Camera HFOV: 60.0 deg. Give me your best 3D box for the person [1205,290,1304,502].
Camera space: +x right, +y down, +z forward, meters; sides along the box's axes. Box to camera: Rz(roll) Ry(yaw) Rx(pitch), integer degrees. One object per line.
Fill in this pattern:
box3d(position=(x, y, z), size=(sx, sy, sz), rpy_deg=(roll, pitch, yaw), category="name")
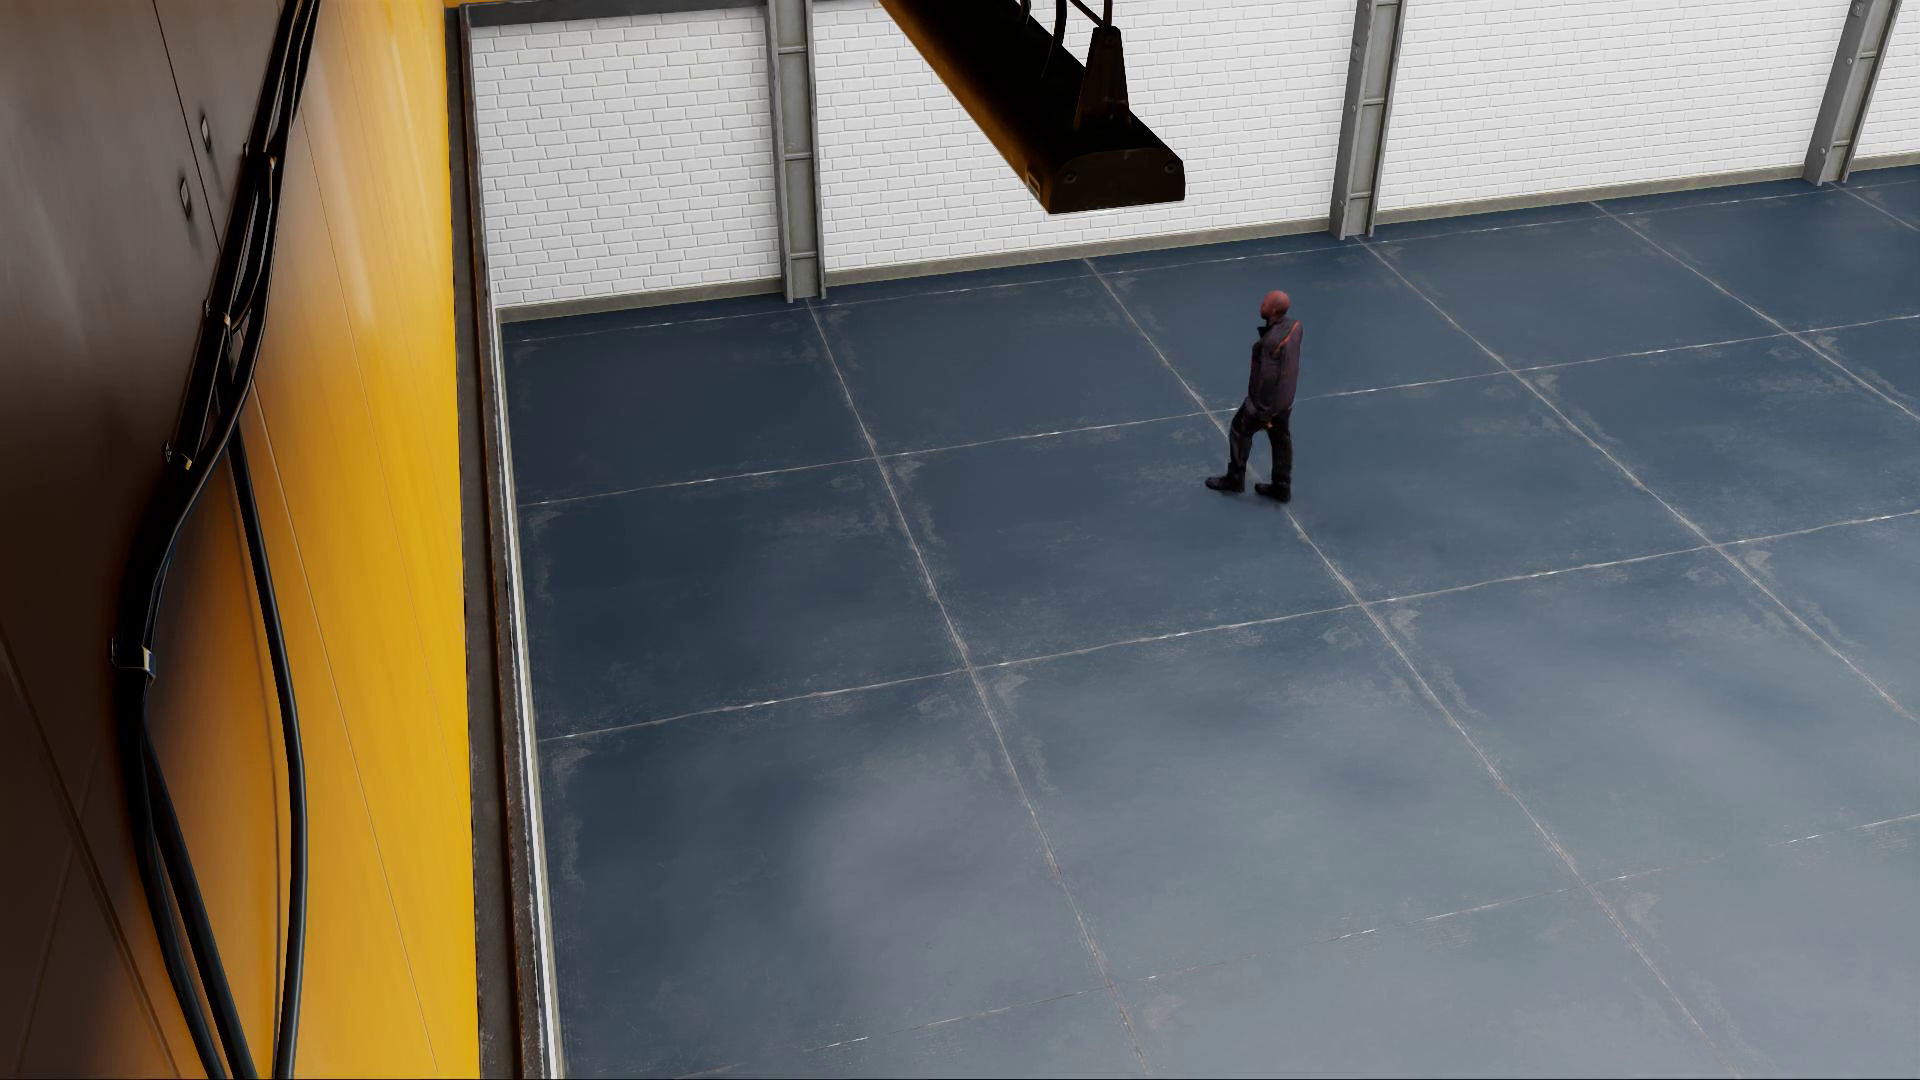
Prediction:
box3d(position=(2.528, -1.089, 13.008), size=(1.049, 1.803, 1.008), rpy_deg=(22, 39, 29), category="person")
